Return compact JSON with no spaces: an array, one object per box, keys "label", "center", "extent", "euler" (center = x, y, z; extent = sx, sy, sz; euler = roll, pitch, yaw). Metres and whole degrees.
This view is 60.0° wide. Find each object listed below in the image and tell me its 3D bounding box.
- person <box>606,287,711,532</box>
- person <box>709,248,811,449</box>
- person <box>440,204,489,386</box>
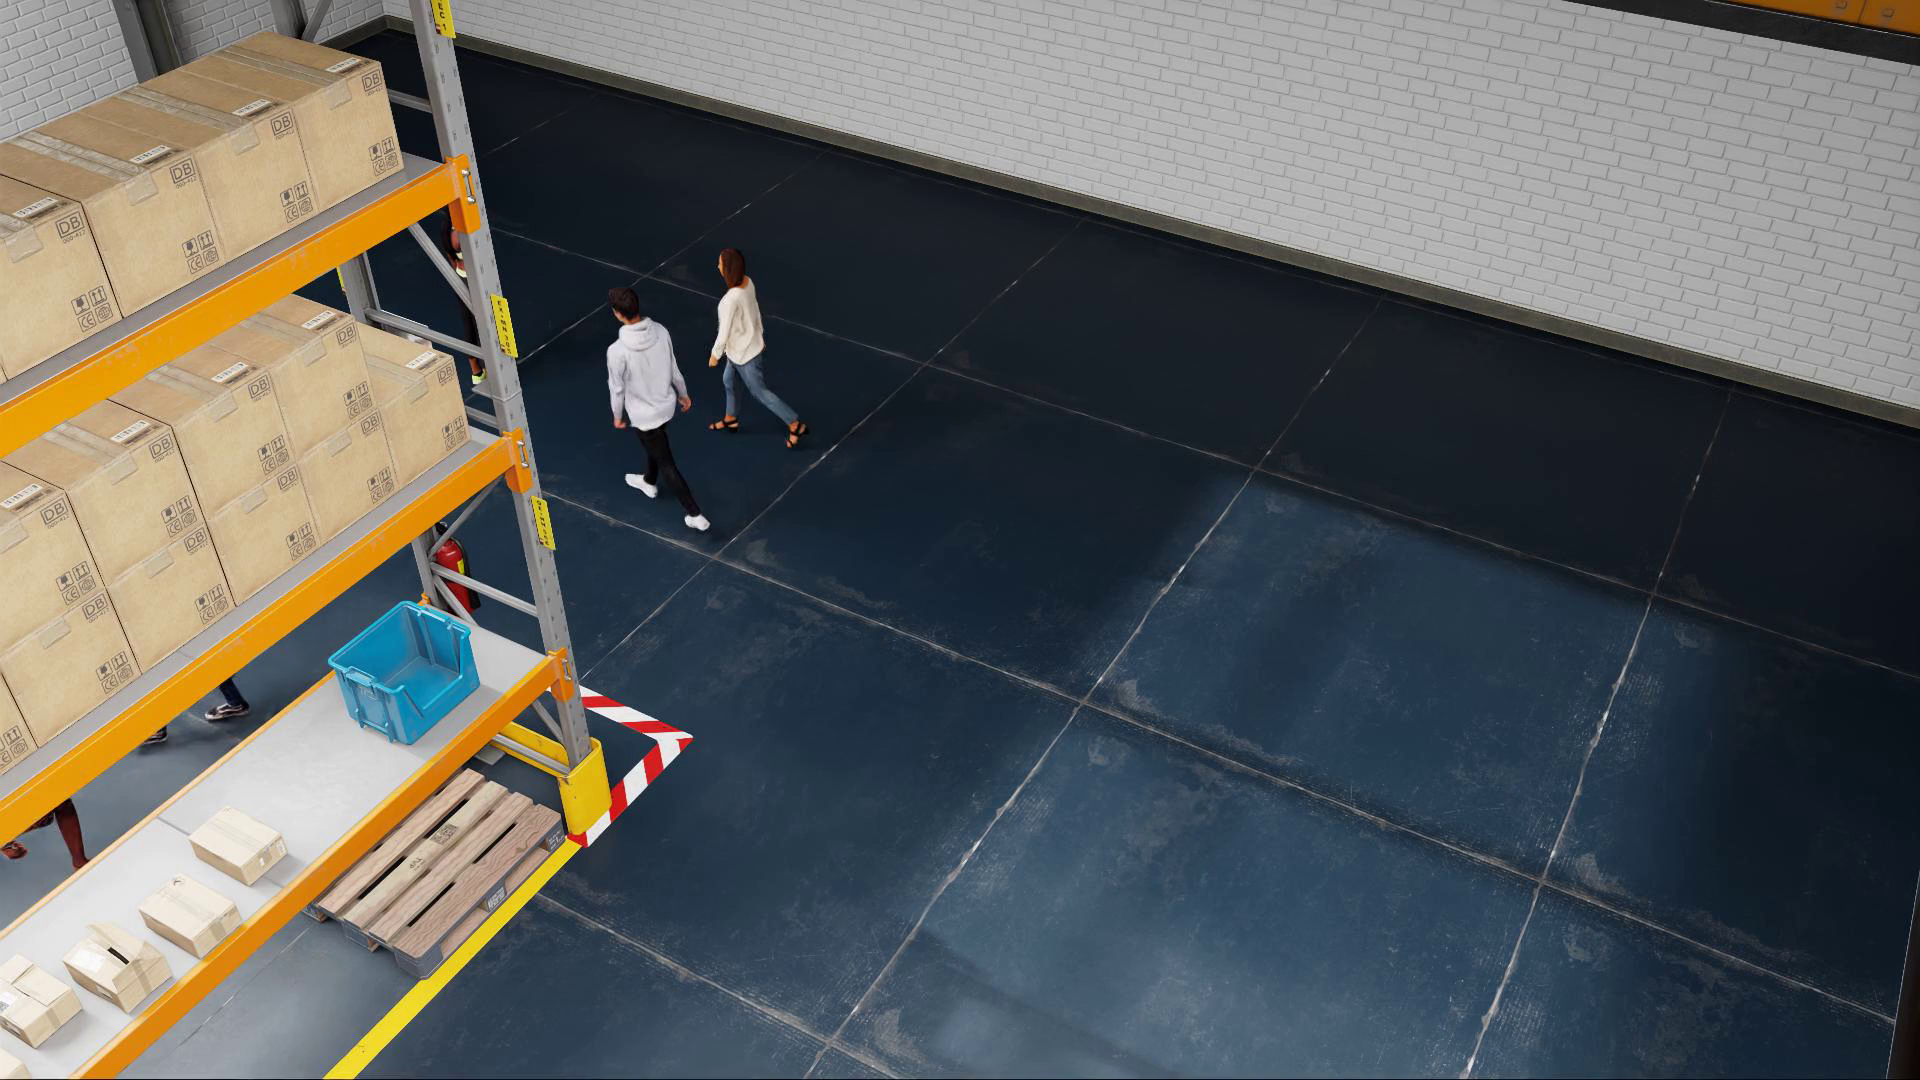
[{"label":"person","center":[-2.129,-0.877,11.826],"extent":[0.939,1.874,1.220],"euler":[30,47,32]},{"label":"person","center":[-1.559,-1.426,12.699],"extent":[0.939,1.642,1.091],"euler":[3,39,4]},{"label":"person","center":[-3.921,-1.990,13.314],"extent":[0.600,1.757,0.612],"euler":[-31,48,-33]}]
